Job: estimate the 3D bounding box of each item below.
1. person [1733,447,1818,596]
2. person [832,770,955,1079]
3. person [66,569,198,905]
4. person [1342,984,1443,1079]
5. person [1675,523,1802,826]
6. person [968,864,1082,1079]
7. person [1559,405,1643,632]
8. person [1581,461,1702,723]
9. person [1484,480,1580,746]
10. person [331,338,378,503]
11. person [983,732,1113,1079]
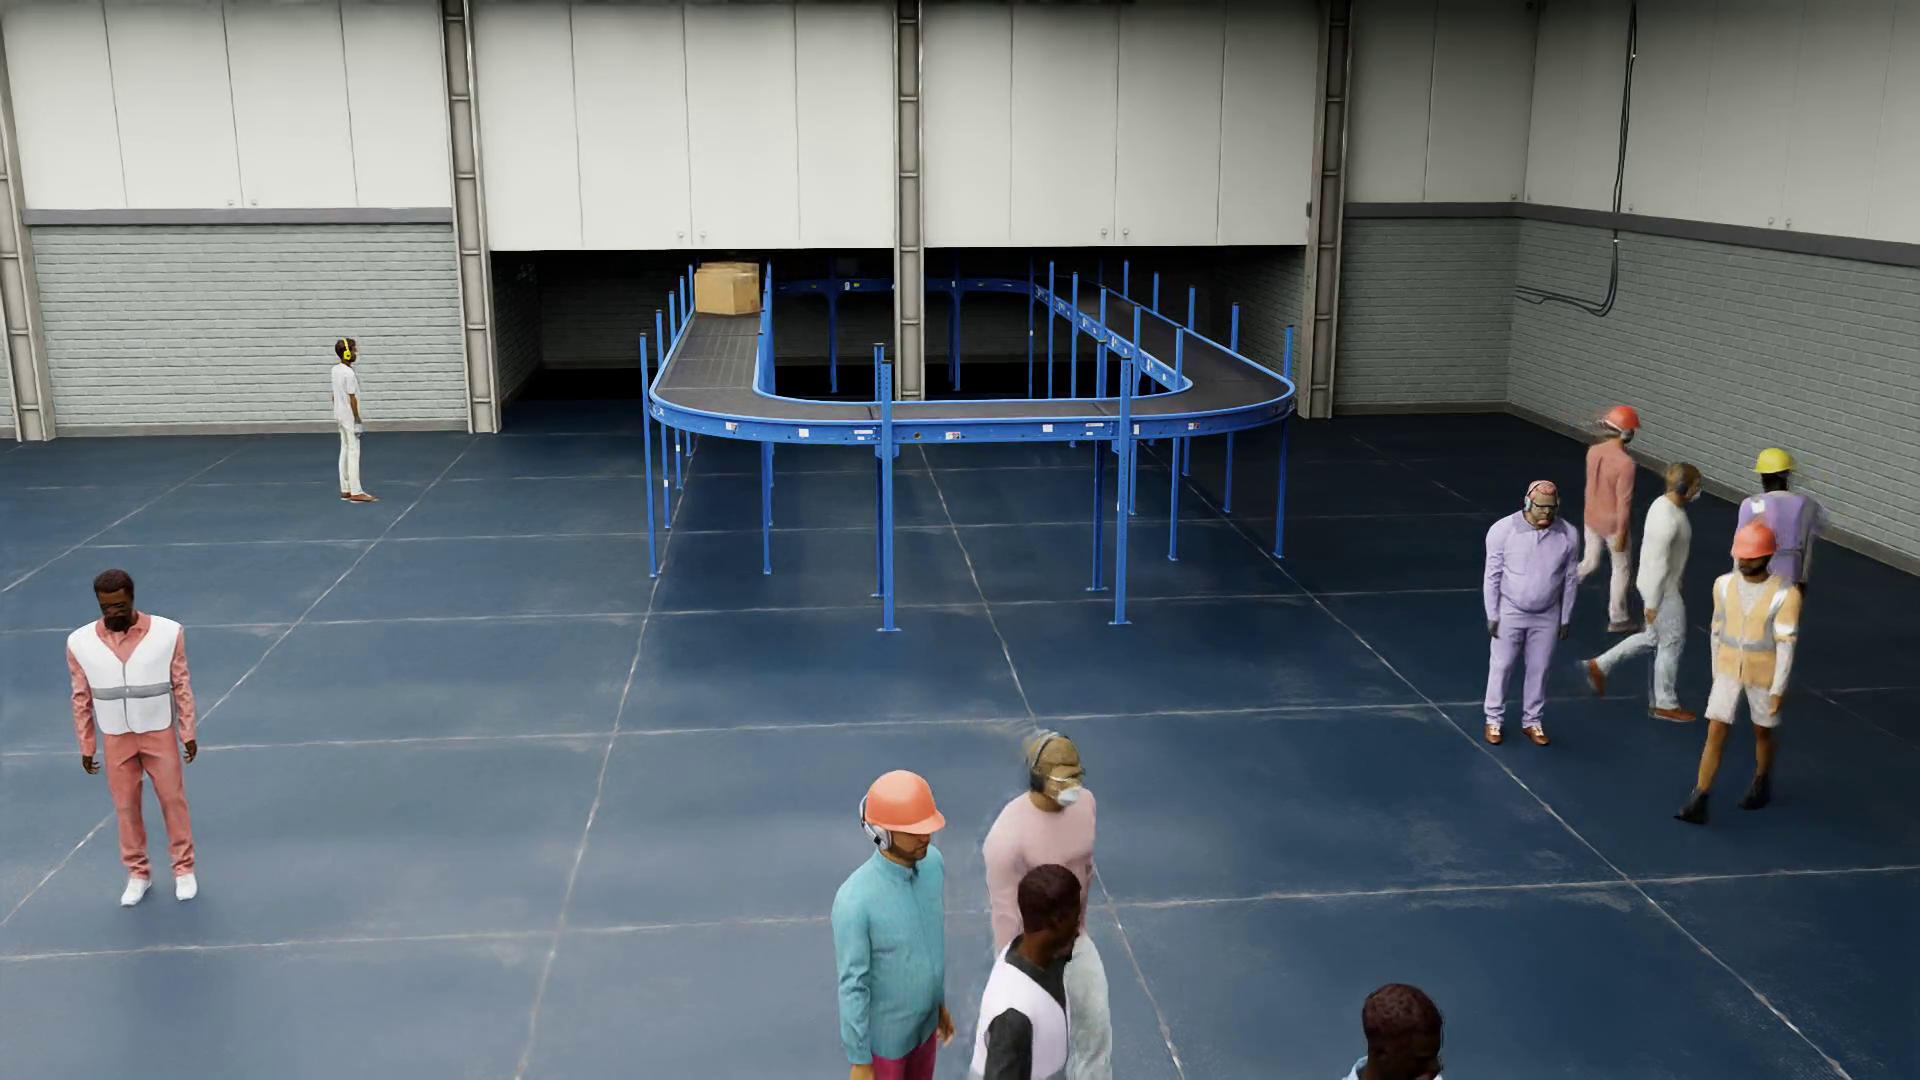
[{"bbox_3d":[6.062,0.264,12.386,0.635,1.902,0.488,0,14,2],"label":"person"},{"bbox_3d":[-0.221,1.783,6.115,0.382,1.995,0.612,8,16,30],"label":"person"},{"bbox_3d":[-4.532,1.069,9.161,0.599,1.908,0.404,-5,15,-18],"label":"person"},{"bbox_3d":[1.170,2.148,4.840,0.608,1.910,0.389,-12,18,-40],"label":"person"},{"bbox_3d":[4.803,0.824,10.176,0.990,1.883,0.561,-13,19,-41],"label":"person"},{"bbox_3d":[0.325,1.993,5.542,0.955,1.860,0.637,3,14,10],"label":"person"},{"bbox_3d":[5.374,-0.162,13.959,0.854,1.966,0.622,-4,15,-17],"label":"person"},{"bbox_3d":[4.988,0.356,11.989,0.752,1.913,0.633,5,15,20],"label":"person"},{"bbox_3d":[3.916,0.509,11.440,0.638,1.892,0.394,1,14,4],"label":"person"},{"bbox_3d":[-6.954,-1.366,18.965,0.334,1.873,0.517,-12,19,-41],"label":"person"},{"bbox_3d":[0.428,1.694,6.660,0.922,1.898,0.647,14,19,43],"label":"person"}]
